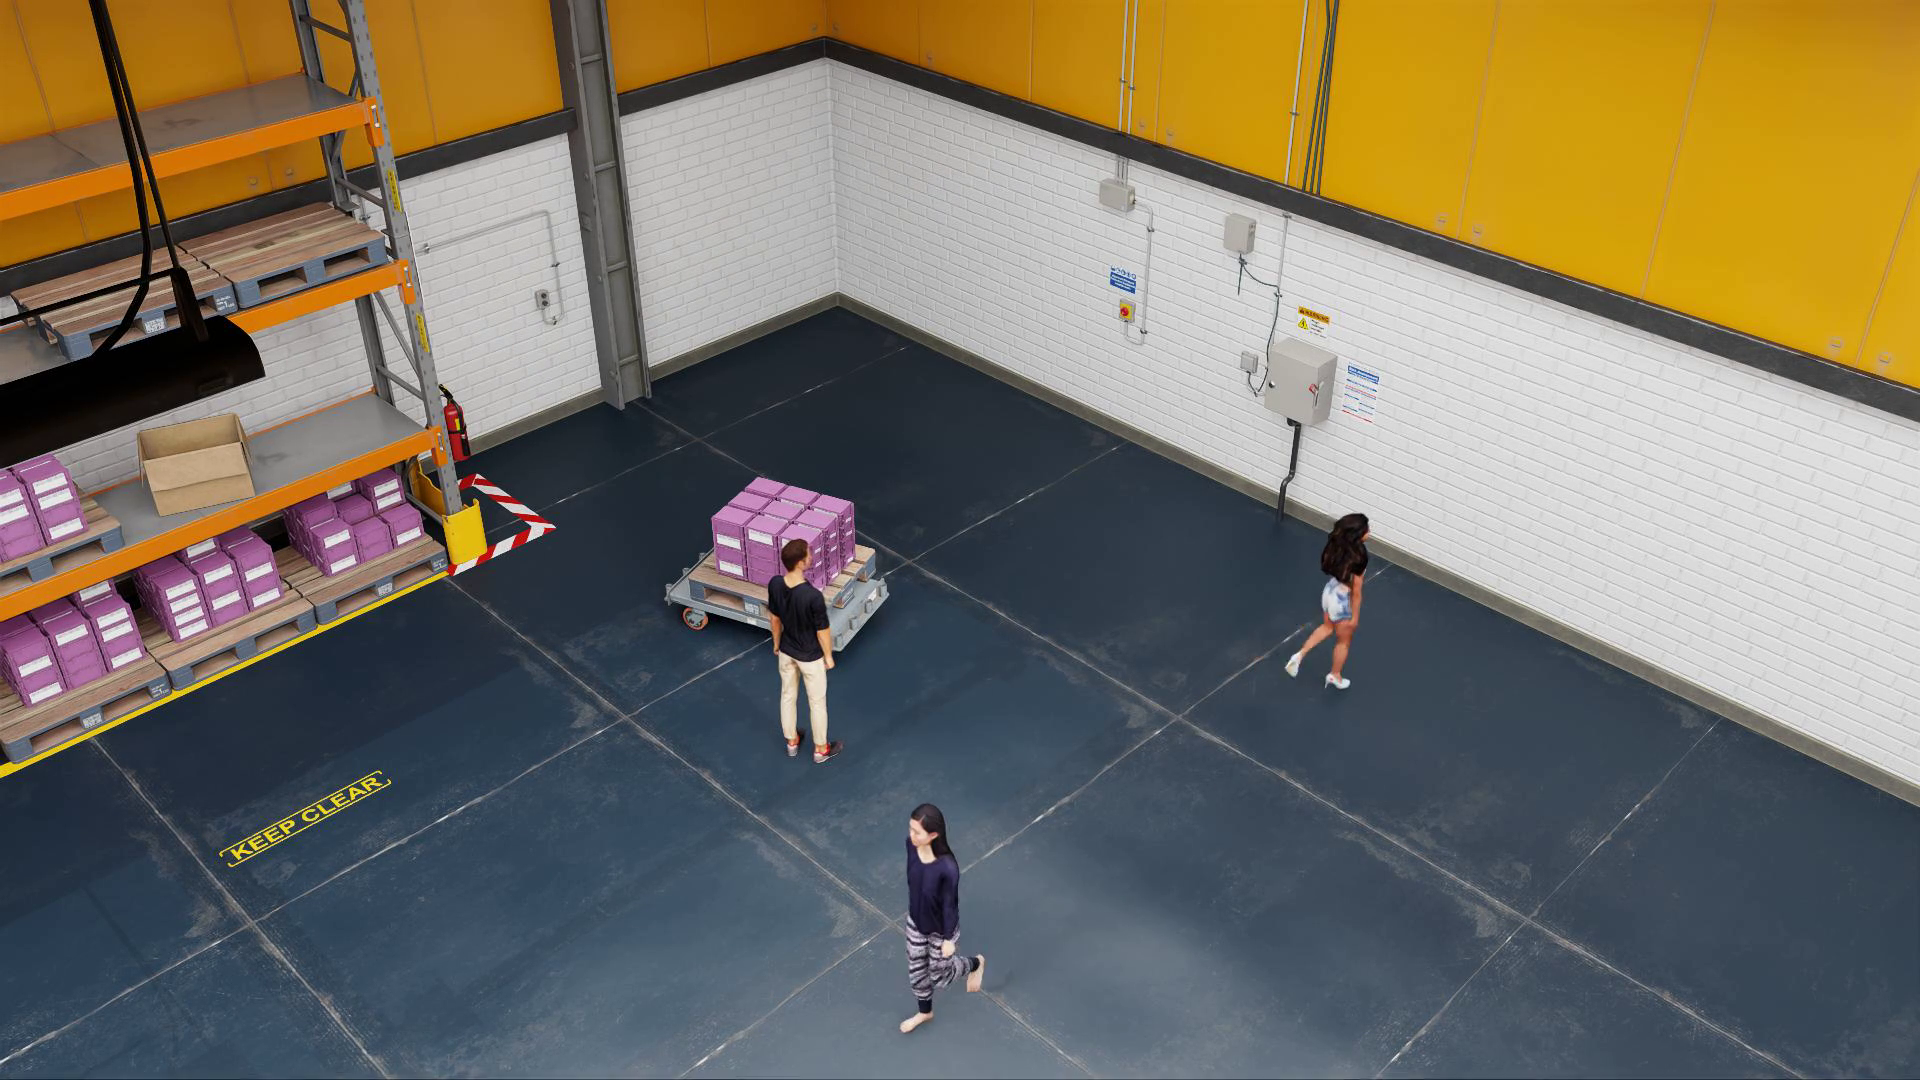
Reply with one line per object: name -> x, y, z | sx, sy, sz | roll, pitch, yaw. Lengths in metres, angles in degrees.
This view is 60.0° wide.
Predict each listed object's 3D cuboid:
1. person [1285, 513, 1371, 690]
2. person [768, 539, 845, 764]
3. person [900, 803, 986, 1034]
person -> 2.814, 0.497, 12.617 | 0.888, 1.615, 0.765 | -9, 35, -14
person -> -1.138, 0.805, 11.938 | 0.697, 1.854, 0.638 | 16, 37, 23
person -> -0.100, 2.225, 9.927 | 0.852, 1.714, 0.611 | -27, 42, -34
